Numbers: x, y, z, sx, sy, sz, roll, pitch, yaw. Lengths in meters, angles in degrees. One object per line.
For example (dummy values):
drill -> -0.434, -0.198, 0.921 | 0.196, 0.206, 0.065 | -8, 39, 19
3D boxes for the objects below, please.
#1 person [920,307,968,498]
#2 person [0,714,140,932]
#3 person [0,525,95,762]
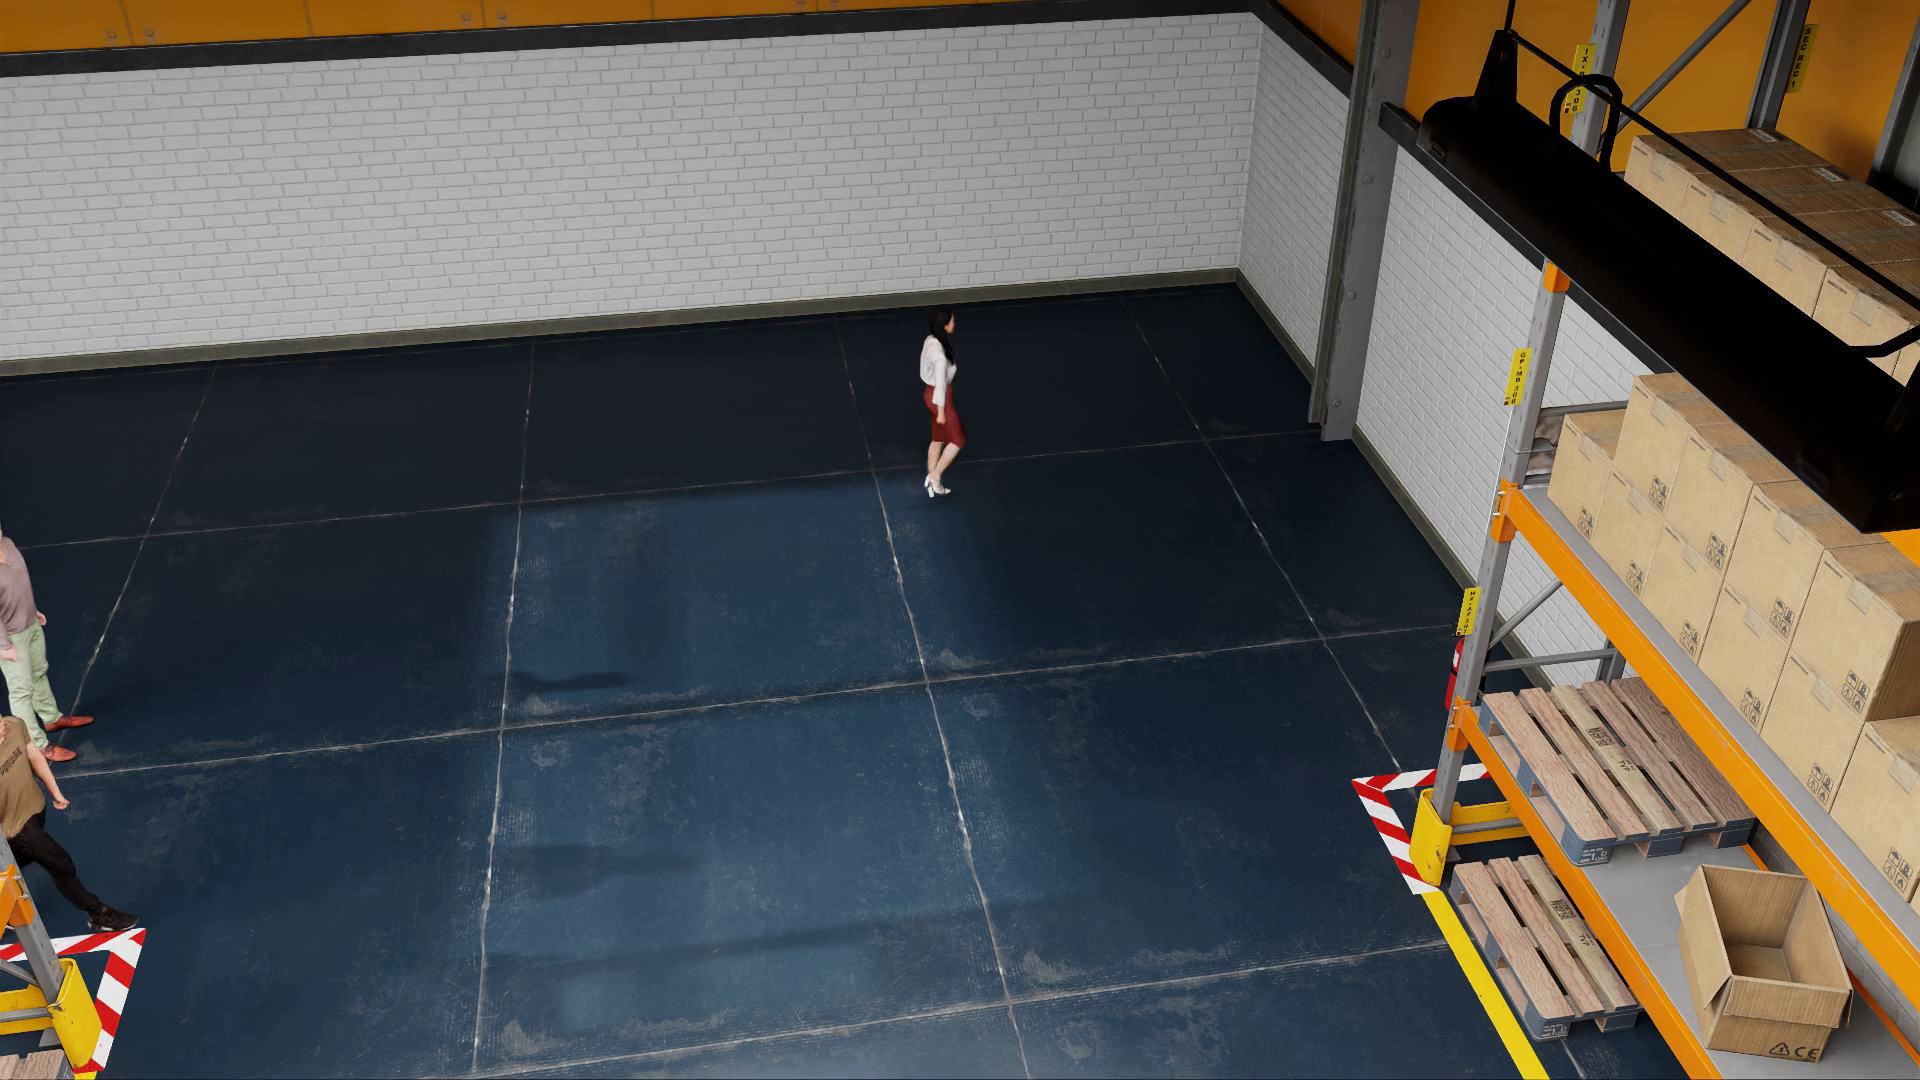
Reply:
person -> -0.235, -1.086, 13.618 | 0.669, 1.738, 0.525 | -6, 34, -9
person -> -5.469, 1.597, 9.520 | 0.931, 1.807, 1.204 | 0, 34, 0
person -> -6.239, 0.595, 10.971 | 0.754, 1.869, 0.573 | -2, 34, -3
